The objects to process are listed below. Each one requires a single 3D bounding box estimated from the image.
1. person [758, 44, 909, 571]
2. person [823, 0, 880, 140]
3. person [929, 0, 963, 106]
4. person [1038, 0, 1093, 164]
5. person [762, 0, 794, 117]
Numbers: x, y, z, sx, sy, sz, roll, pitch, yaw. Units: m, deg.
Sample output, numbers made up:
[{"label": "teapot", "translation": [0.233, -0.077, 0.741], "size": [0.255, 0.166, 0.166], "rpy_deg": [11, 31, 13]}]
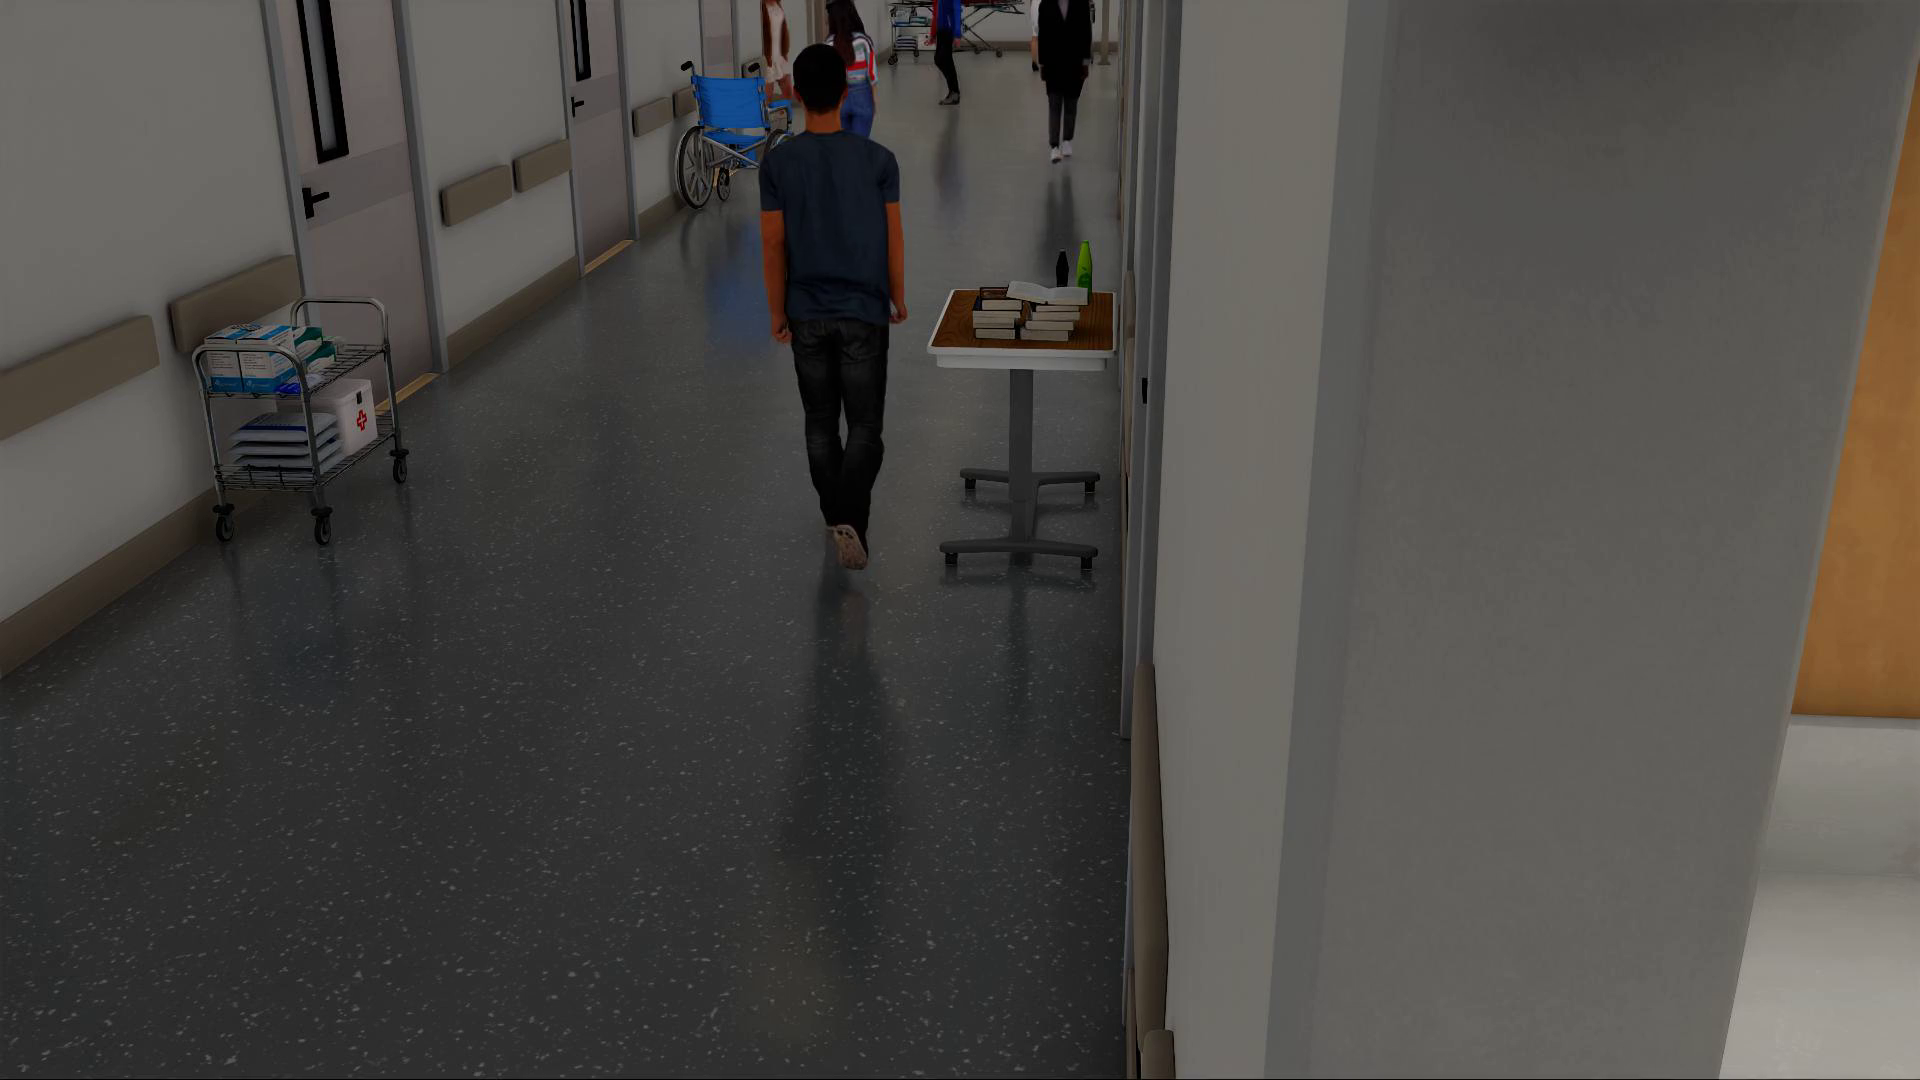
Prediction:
[{"label": "person", "translation": [-0.425, -0.776, 5.810], "size": [0.638, 1.786, 1.055], "rpy_deg": [1, 21, 4]}, {"label": "person", "translation": [-0.851, -3.377, 12.965], "size": [0.596, 1.584, 1.022], "rpy_deg": [3, 21, 8]}, {"label": "person", "translation": [-0.072, -6.118, 19.972], "size": [0.812, 1.746, 0.718], "rpy_deg": [-9, 23, -22]}, {"label": "person", "translation": [0.988, -4.374, 15.410], "size": [0.692, 1.716, 1.141], "rpy_deg": [0, 21, 1]}, {"label": "person", "translation": [-1.973, -4.804, 16.596], "size": [0.868, 1.681, 0.769], "rpy_deg": [12, 24, 28]}]
